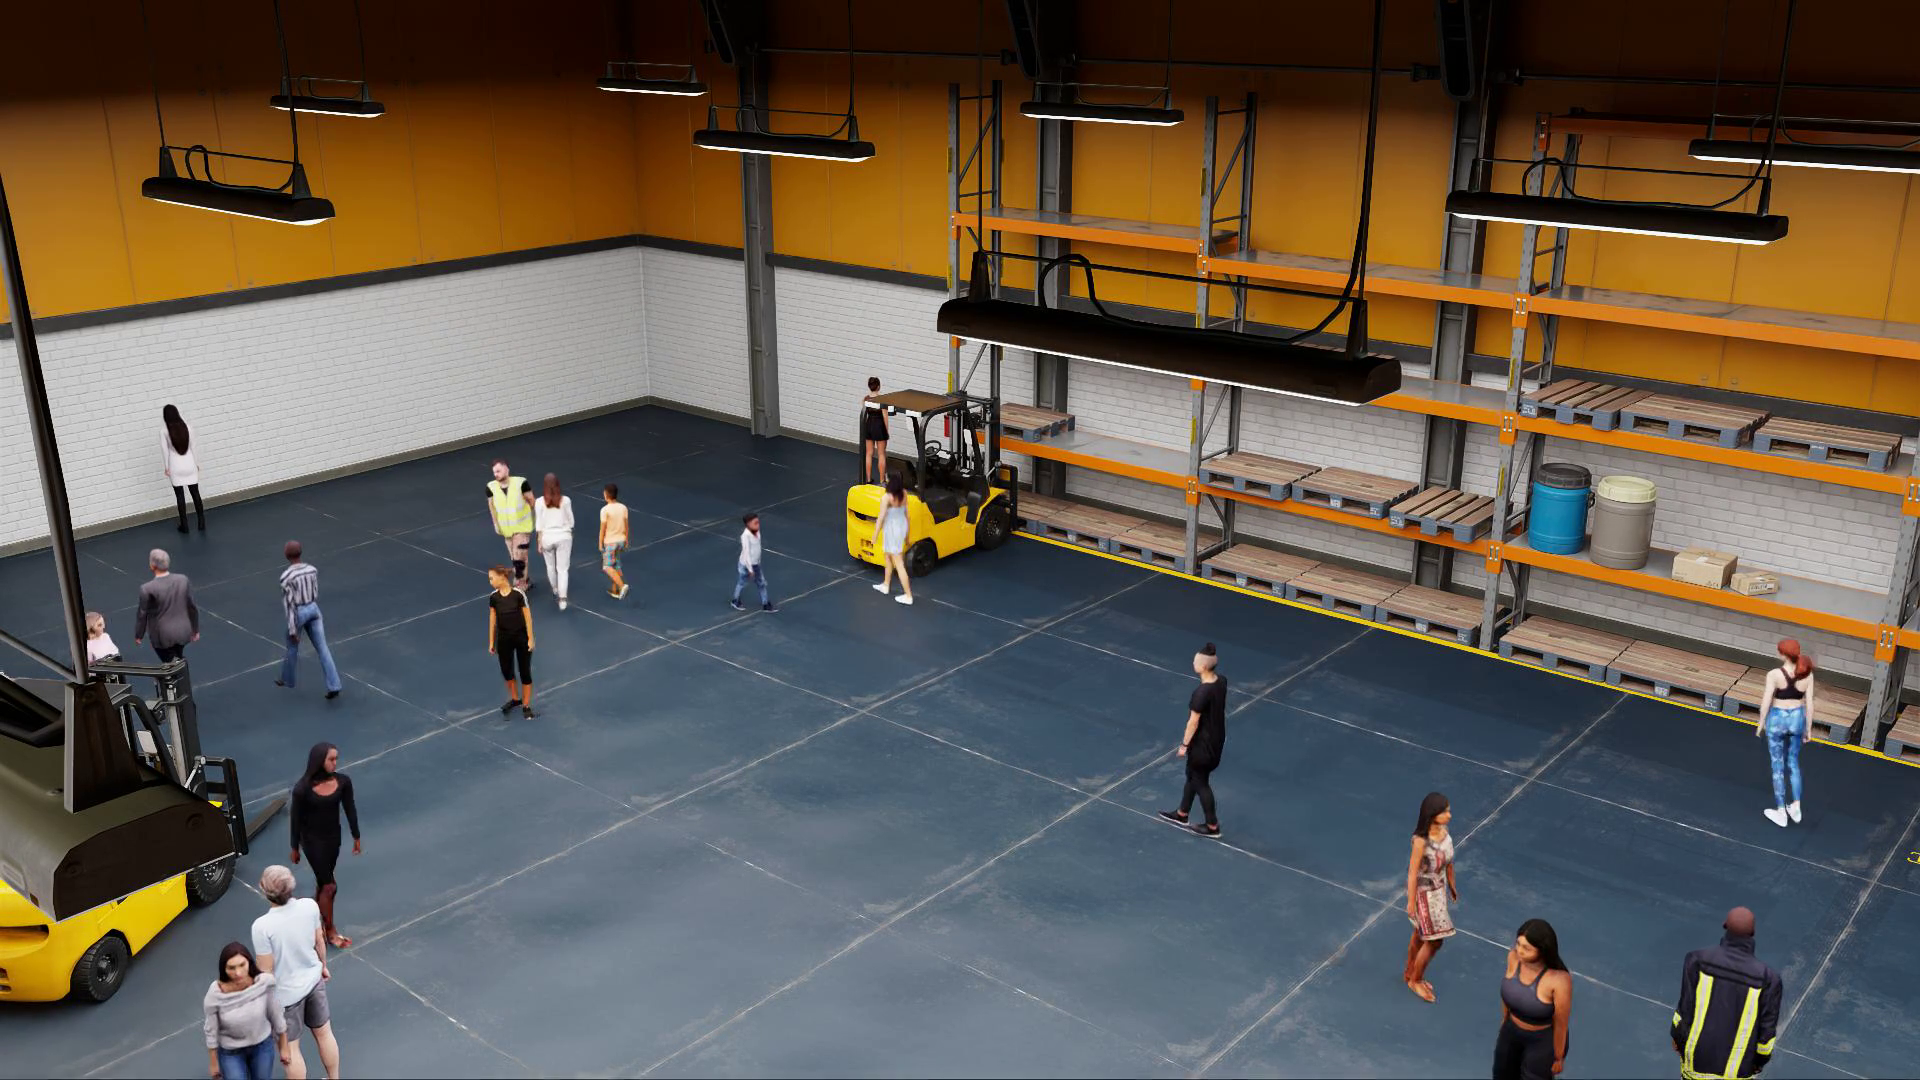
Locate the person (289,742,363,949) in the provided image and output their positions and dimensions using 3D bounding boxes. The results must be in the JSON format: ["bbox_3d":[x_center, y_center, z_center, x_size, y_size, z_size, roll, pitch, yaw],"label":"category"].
[{"bbox_3d":[-5.078,2.396,13.103,0.640,1.684,0.760,-15,24,-38],"label":"person"}]

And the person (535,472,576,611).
[{"bbox_3d":[-4.883,0.043,20.156,1.023,1.642,1.162,-4,19,-12],"label":"person"}]

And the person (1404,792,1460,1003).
[{"bbox_3d":[3.440,2.627,12.492,0.645,1.637,0.619,15,24,37],"label":"person"}]

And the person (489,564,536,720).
[{"bbox_3d":[-4.588,1.036,17.200,0.694,1.647,0.792,-2,19,-5],"label":"person"}]

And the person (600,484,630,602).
[{"bbox_3d":[-4.211,0.052,20.436,0.813,1.446,0.628,16,25,40],"label":"person"}]

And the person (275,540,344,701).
[{"bbox_3d":[-6.811,0.902,17.467,1.239,1.730,0.811,10,21,27],"label":"person"}]

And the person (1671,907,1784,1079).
[{"bbox_3d":[4.801,3.199,10.535,0.971,1.802,0.921,11,21,29],"label":"person"}]

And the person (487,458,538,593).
[{"bbox_3d":[-5.456,-0.166,20.555,1.140,1.783,1.133,0,19,-1],"label":"person"}]

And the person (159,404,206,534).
[{"bbox_3d":[-10.749,-0.991,22.968,0.659,1.807,0.616,-13,22,-33],"label":"person"}]

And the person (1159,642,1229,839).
[{"bbox_3d":[2.228,1.788,14.653,0.916,1.847,0.807,10,21,28],"label":"person"}]

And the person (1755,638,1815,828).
[{"bbox_3d":[7.442,1.735,14.945,0.689,1.761,0.796,6,20,18],"label":"person"}]

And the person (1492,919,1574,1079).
[{"bbox_3d":[3.719,3.176,10.618,0.894,1.791,0.915,-10,21,-27],"label":"person"}]

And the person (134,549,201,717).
[{"bbox_3d":[-8.053,0.995,17.063,1.033,1.811,0.828,10,21,27],"label":"person"}]

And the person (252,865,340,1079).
[{"bbox_3d":[-4.428,2.997,11.087,0.542,1.831,0.662,14,23,35],"label":"person"}]

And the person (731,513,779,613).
[{"bbox_3d":[-2.582,0.277,20.097,0.877,1.236,0.531,12,22,32],"label":"person"}]

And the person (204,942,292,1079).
[{"bbox_3d":[-4.590,3.251,10.662,0.687,1.620,0.661,-13,22,-33],"label":"person"}]

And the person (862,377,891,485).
[{"bbox_3d":[-1.279,-1.653,25.146,0.592,1.672,0.703,7,20,21],"label":"person"}]

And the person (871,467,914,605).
[{"bbox_3d":[-0.721,-0.025,20.261,0.920,1.703,0.622,12,22,33],"label":"person"}]
